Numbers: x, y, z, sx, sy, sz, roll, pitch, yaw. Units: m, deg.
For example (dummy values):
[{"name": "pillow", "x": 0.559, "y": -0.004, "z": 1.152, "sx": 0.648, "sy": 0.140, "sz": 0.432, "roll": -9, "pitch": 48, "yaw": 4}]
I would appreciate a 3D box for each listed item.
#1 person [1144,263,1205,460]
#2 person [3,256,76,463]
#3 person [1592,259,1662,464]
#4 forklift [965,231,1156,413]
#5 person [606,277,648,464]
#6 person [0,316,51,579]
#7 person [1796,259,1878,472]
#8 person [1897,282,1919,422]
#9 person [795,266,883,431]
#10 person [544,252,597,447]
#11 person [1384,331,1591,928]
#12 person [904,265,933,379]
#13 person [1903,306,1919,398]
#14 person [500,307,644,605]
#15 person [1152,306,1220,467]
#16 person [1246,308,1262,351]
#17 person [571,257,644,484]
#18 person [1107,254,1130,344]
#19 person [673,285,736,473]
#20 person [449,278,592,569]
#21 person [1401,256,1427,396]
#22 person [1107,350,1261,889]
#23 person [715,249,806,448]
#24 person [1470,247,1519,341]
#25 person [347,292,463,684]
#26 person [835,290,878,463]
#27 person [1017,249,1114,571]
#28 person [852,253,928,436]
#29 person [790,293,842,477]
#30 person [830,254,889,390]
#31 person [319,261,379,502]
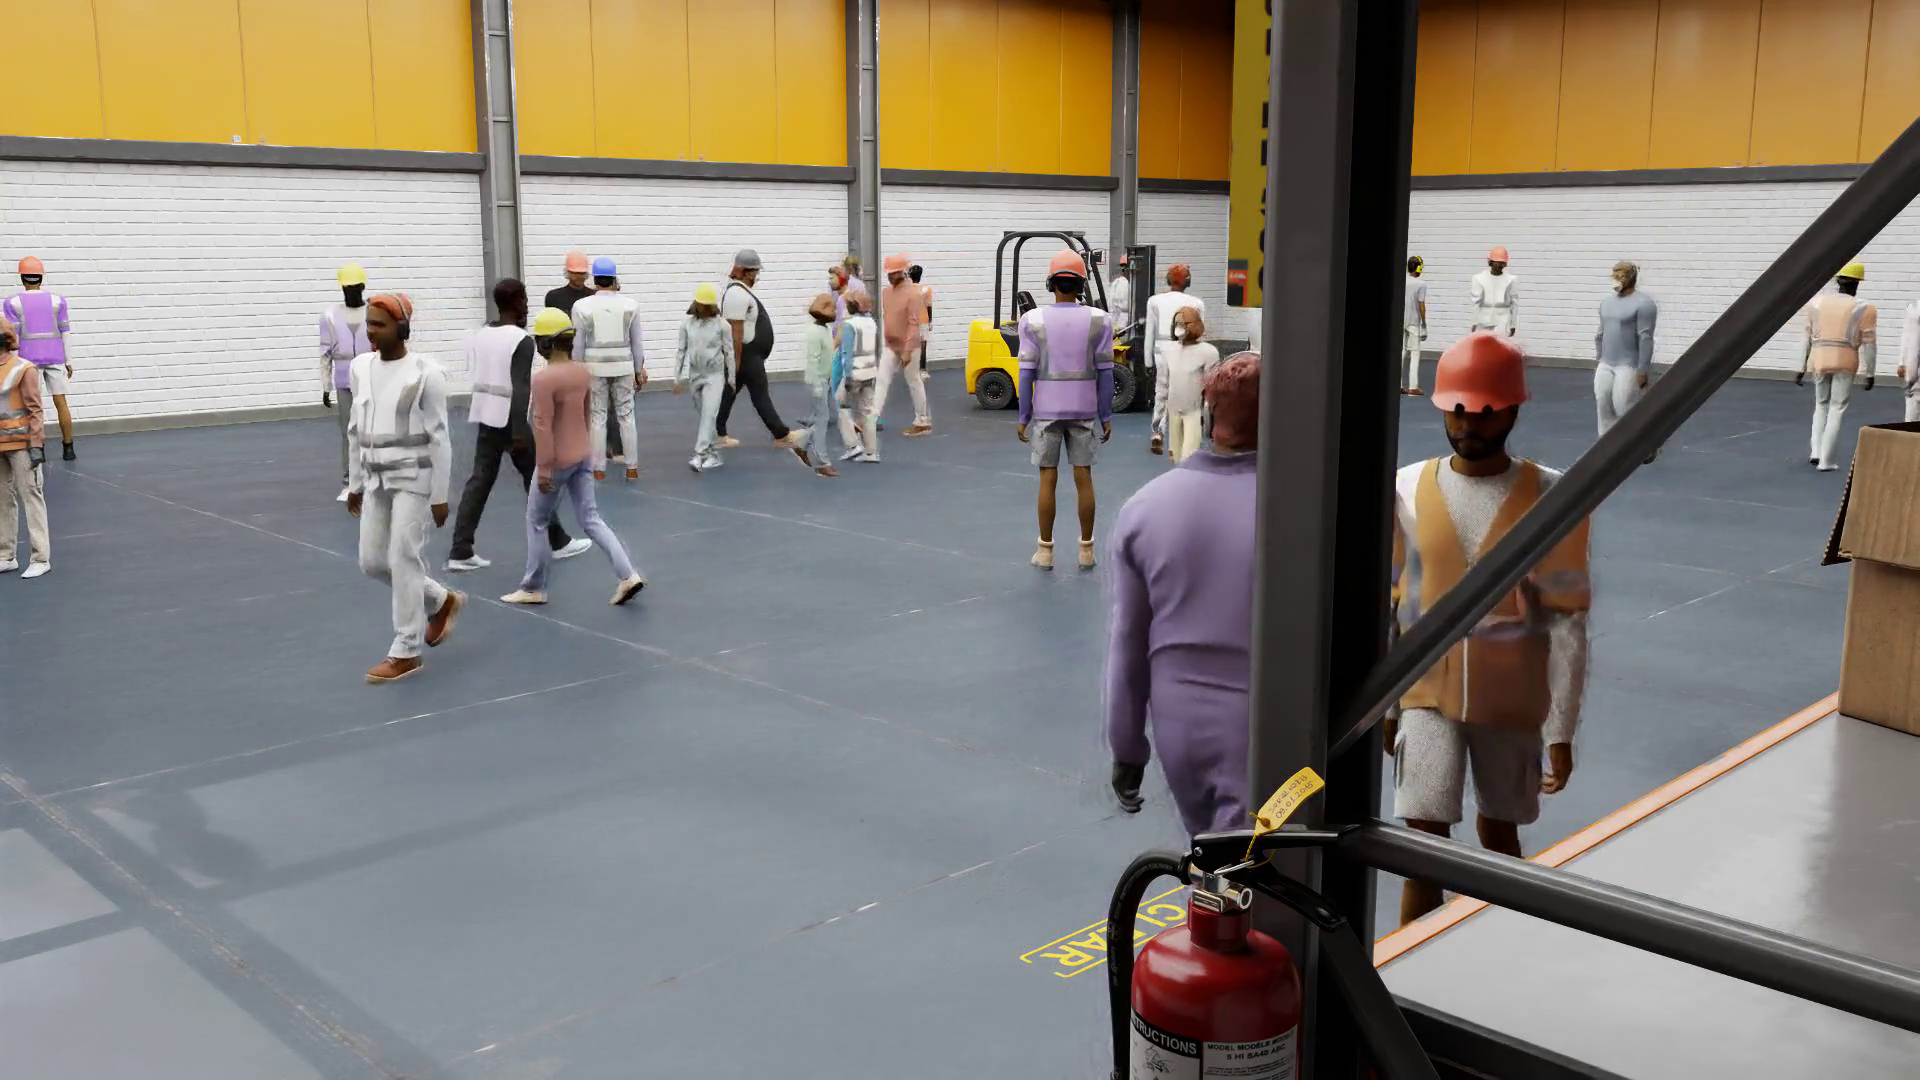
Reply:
[{"name": "person", "x": 2.039, "y": -1.685, "z": 15.784, "sx": 0.601, "sy": 1.870, "sz": 0.438, "roll": 5, "pitch": 11, "yaw": 25}, {"name": "person", "x": -8.663, "y": -1.696, "z": 15.669, "sx": 0.542, "sy": 1.939, "sz": 0.364, "roll": -8, "pitch": 13, "yaw": -37}, {"name": "person", "x": 6.009, "y": -1.562, "z": 14.994, "sx": 0.680, "sy": 1.920, "sz": 0.633, "roll": -4, "pitch": 11, "yaw": -21}, {"name": "forklift", "x": 1.222, "y": -2.721, "z": 20.561, "sx": 2.313, "sy": 2.155, "sz": 1.214, "roll": 2, "pitch": 11, "yaw": 13}, {"name": "person", "x": -3.211, "y": -1.615, "z": 15.582, "sx": 0.562, "sy": 1.816, "sz": 0.409, "roll": 7, "pitch": 12, "yaw": 32}, {"name": "person", "x": -5.936, "y": -0.572, "z": 10.374, "sx": 0.513, "sy": 1.635, "sz": 0.313, "roll": 3, "pitch": 11, "yaw": 15}, {"name": "person", "x": 7.967, "y": -1.574, "z": 15.073, "sx": 0.567, "sy": 1.907, "sz": 0.631, "roll": -9, "pitch": 14, "yaw": -42}, {"name": "person", "x": 9.604, "y": -1.793, "z": 16.521, "sx": 0.591, "sy": 1.826, "sz": 0.403, "roll": -1, "pitch": 10, "yaw": -8}, {"name": "person", "x": -1.290, "y": -2.048, "z": 17.989, "sx": 0.979, "sy": 1.793, "sz": 0.582, "roll": -3, "pitch": 11, "yaw": -17}, {"name": "person", "x": -3.629, "y": -1.747, "z": 15.883, "sx": 0.640, "sy": 1.989, "sz": 0.585, "roll": -4, "pitch": 11, "yaw": -21}, {"name": "person", "x": 1.349, "y": 0.406, "z": 4.360, "sx": 0.556, "sy": 1.906, "sz": 0.924, "roll": 5, "pitch": 11, "yaw": 24}, {"name": "person", "x": -0.652, "y": -3.227, "z": 24.698, "sx": 0.532, "sy": 1.694, "sz": 0.320, "roll": 4, "pitch": 11, "yaw": 20}, {"name": "person", "x": 8.414, "y": -1.372, "z": 14.040, "sx": 0.778, "sy": 1.881, "sz": 0.680, "roll": -10, "pitch": 14, "yaw": -44}, {"name": "person", "x": -2.240, "y": -0.464, "z": 9.518, "sx": 0.842, "sy": 1.736, "sz": 0.536, "roll": 4, "pitch": 11, "yaw": 23}, {"name": "person", "x": 1.652, "y": -0.893, "z": 12.165, "sx": 0.376, "sy": 1.623, "sz": 0.500, "roll": -10, "pitch": 14, "yaw": -43}, {"name": "person", "x": 3.344, "y": -2.206, "z": 18.655, "sx": 0.316, "sy": 1.865, "sz": 0.532, "roll": -3, "pitch": 11, "yaw": -14}, {"name": "person", "x": -3.035, "y": -1.456, "z": 14.337, "sx": 0.616, "sy": 1.945, "sz": 0.404, "roll": -4, "pitch": 11, "yaw": -21}, {"name": "person", "x": 2.104, "y": -2.799, "z": 21.816, "sx": 0.886, "sy": 1.881, "sz": 0.562, "roll": -1, "pitch": 10, "yaw": -6}, {"name": "person", "x": -2.324, "y": -1.440, "z": 14.949, "sx": 0.520, "sy": 1.678, "sz": 0.922, "roll": 3, "pitch": 11, "yaw": 16}, {"name": "person", "x": -2.922, "y": -0.754, "z": 10.756, "sx": 0.612, "sy": 1.859, "sz": 1.020, "roll": 9, "pitch": 13, "yaw": 39}, {"name": "person", "x": 6.013, "y": -2.853, "z": 22.211, "sx": 0.339, "sy": 1.859, "sz": 0.533, "roll": -7, "pitch": 13, "yaw": -35}, {"name": "person", "x": 0.639, "y": 0.481, "z": 4.007, "sx": 0.625, "sy": 1.867, "sz": 0.961, "roll": 7, "pitch": 13, "yaw": 34}, {"name": "person", "x": -2.077, "y": -1.925, "z": 16.643, "sx": 1.006, "sy": 2.000, "sz": 0.697, "roll": -2, "pitch": 11, "yaw": -11}, {"name": "person", "x": 7.222, "y": -2.974, "z": 22.543, "sx": 0.611, "sy": 1.988, "sz": 1.109, "roll": 4, "pitch": 11, "yaw": 20}, {"name": "person", "x": -2.691, "y": -0.269, "z": 8.081, "sx": 0.590, "sy": 1.870, "sz": 0.626, "roll": 6, "pitch": 12, "yaw": 28}, {"name": "person", "x": -0.981, "y": -1.523, "z": 15.575, "sx": 0.465, "sy": 1.623, "sz": 0.542, "roll": 6, "pitch": 12, "yaw": 31}, {"name": "person", "x": 0.665, "y": -0.820, "z": 10.606, "sx": 0.615, "sy": 2.042, "sz": 0.374, "roll": -1, "pitch": 10, "yaw": -4}, {"name": "person", "x": -0.696, "y": -2.019, "z": 17.431, "sx": 1.030, "sy": 1.933, "sz": 0.628, "roll": -10, "pitch": 14, "yaw": -43}, {"name": "person", "x": -1.263, "y": -1.384, "z": 14.818, "sx": 0.446, "sy": 1.624, "sz": 0.551, "roll": 2, "pitch": 11, "yaw": 11}, {"name": "person", "x": -1.310, "y": -2.656, "z": 21.041, "sx": 1.019, "sy": 1.882, "sz": 0.658, "roll": -7, "pitch": 12, "yaw": -32}, {"name": "person", "x": -4.821, "y": -1.263, "z": 13.344, "sx": 0.593, "sy": 1.923, "sz": 0.383, "roll": -2, "pitch": 11, "yaw": -9}]
